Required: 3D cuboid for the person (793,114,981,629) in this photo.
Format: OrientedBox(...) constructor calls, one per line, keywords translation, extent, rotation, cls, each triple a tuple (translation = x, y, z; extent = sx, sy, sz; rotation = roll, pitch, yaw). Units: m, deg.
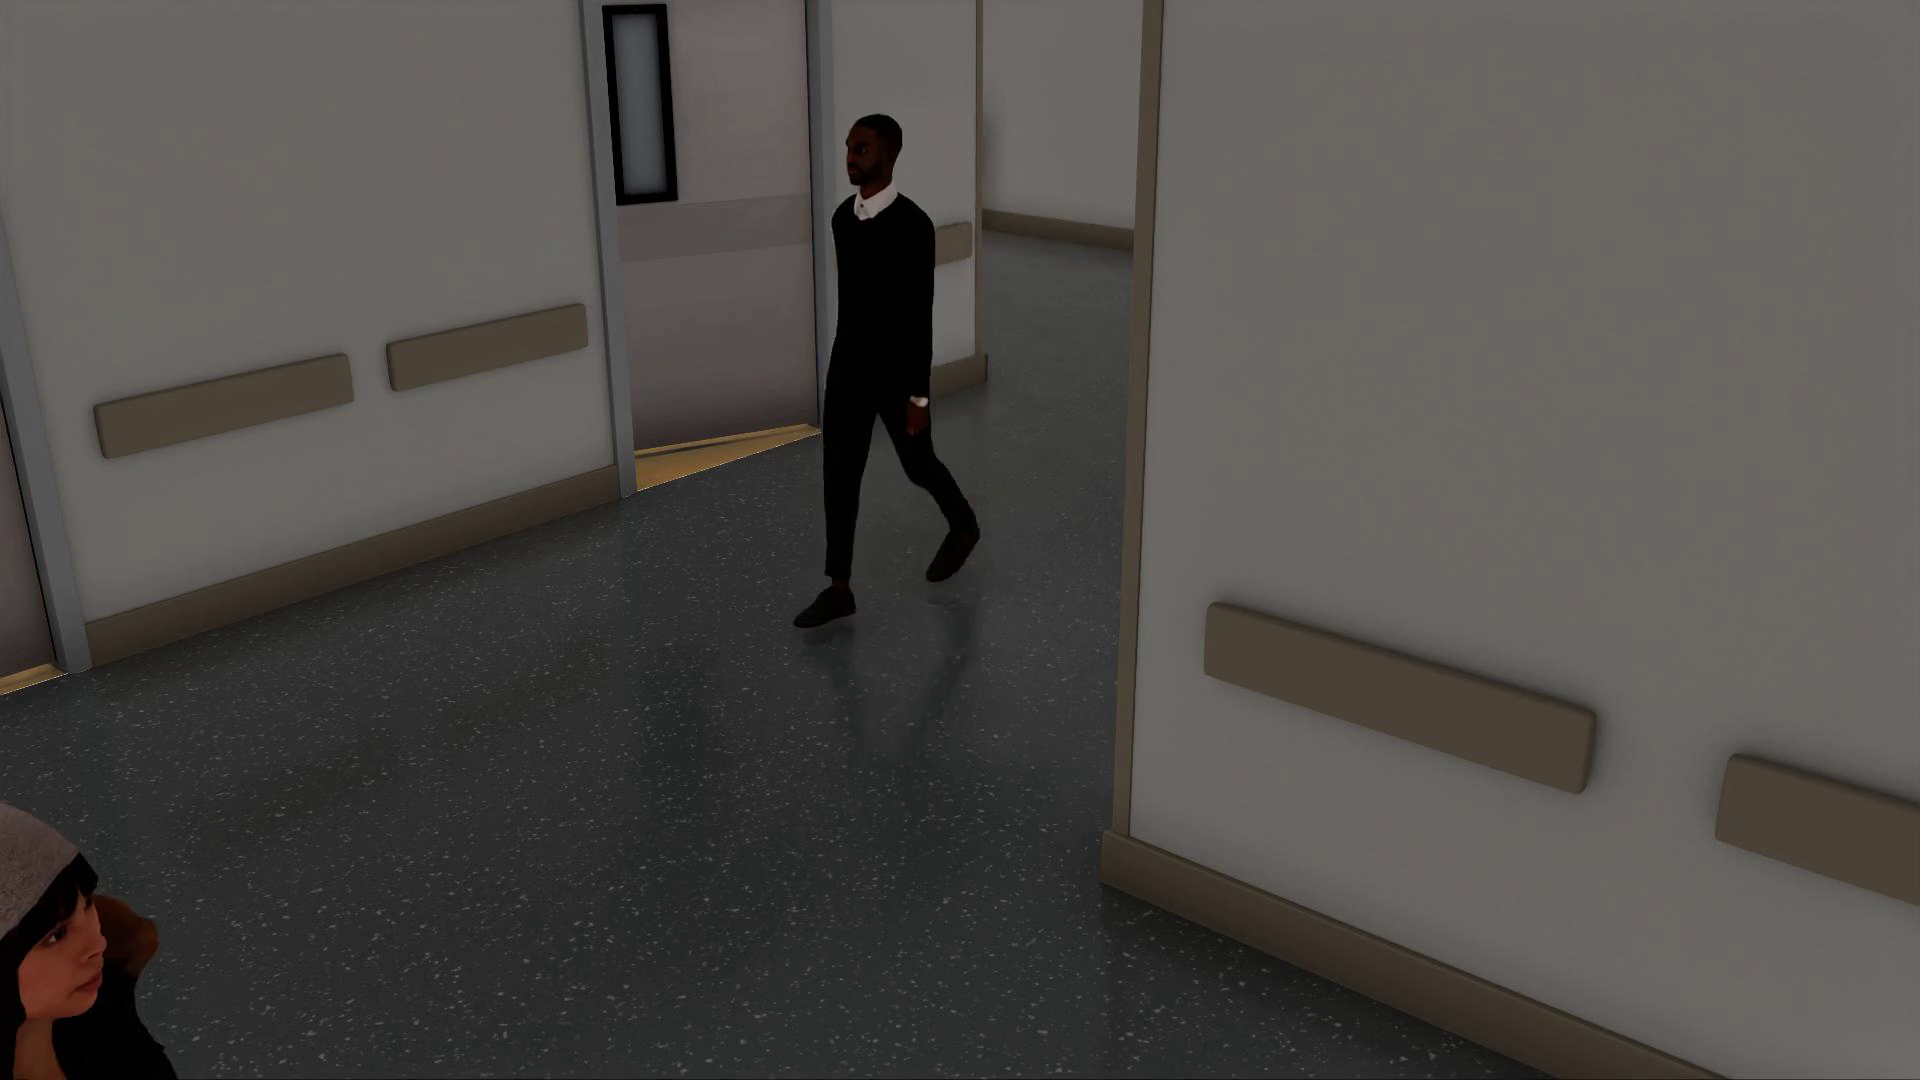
OrientedBox(translation=(-0.204, -0.605, 5.998), extent=(0.651, 1.776, 1.164), rotation=(17, 27, 38), cls="person")
